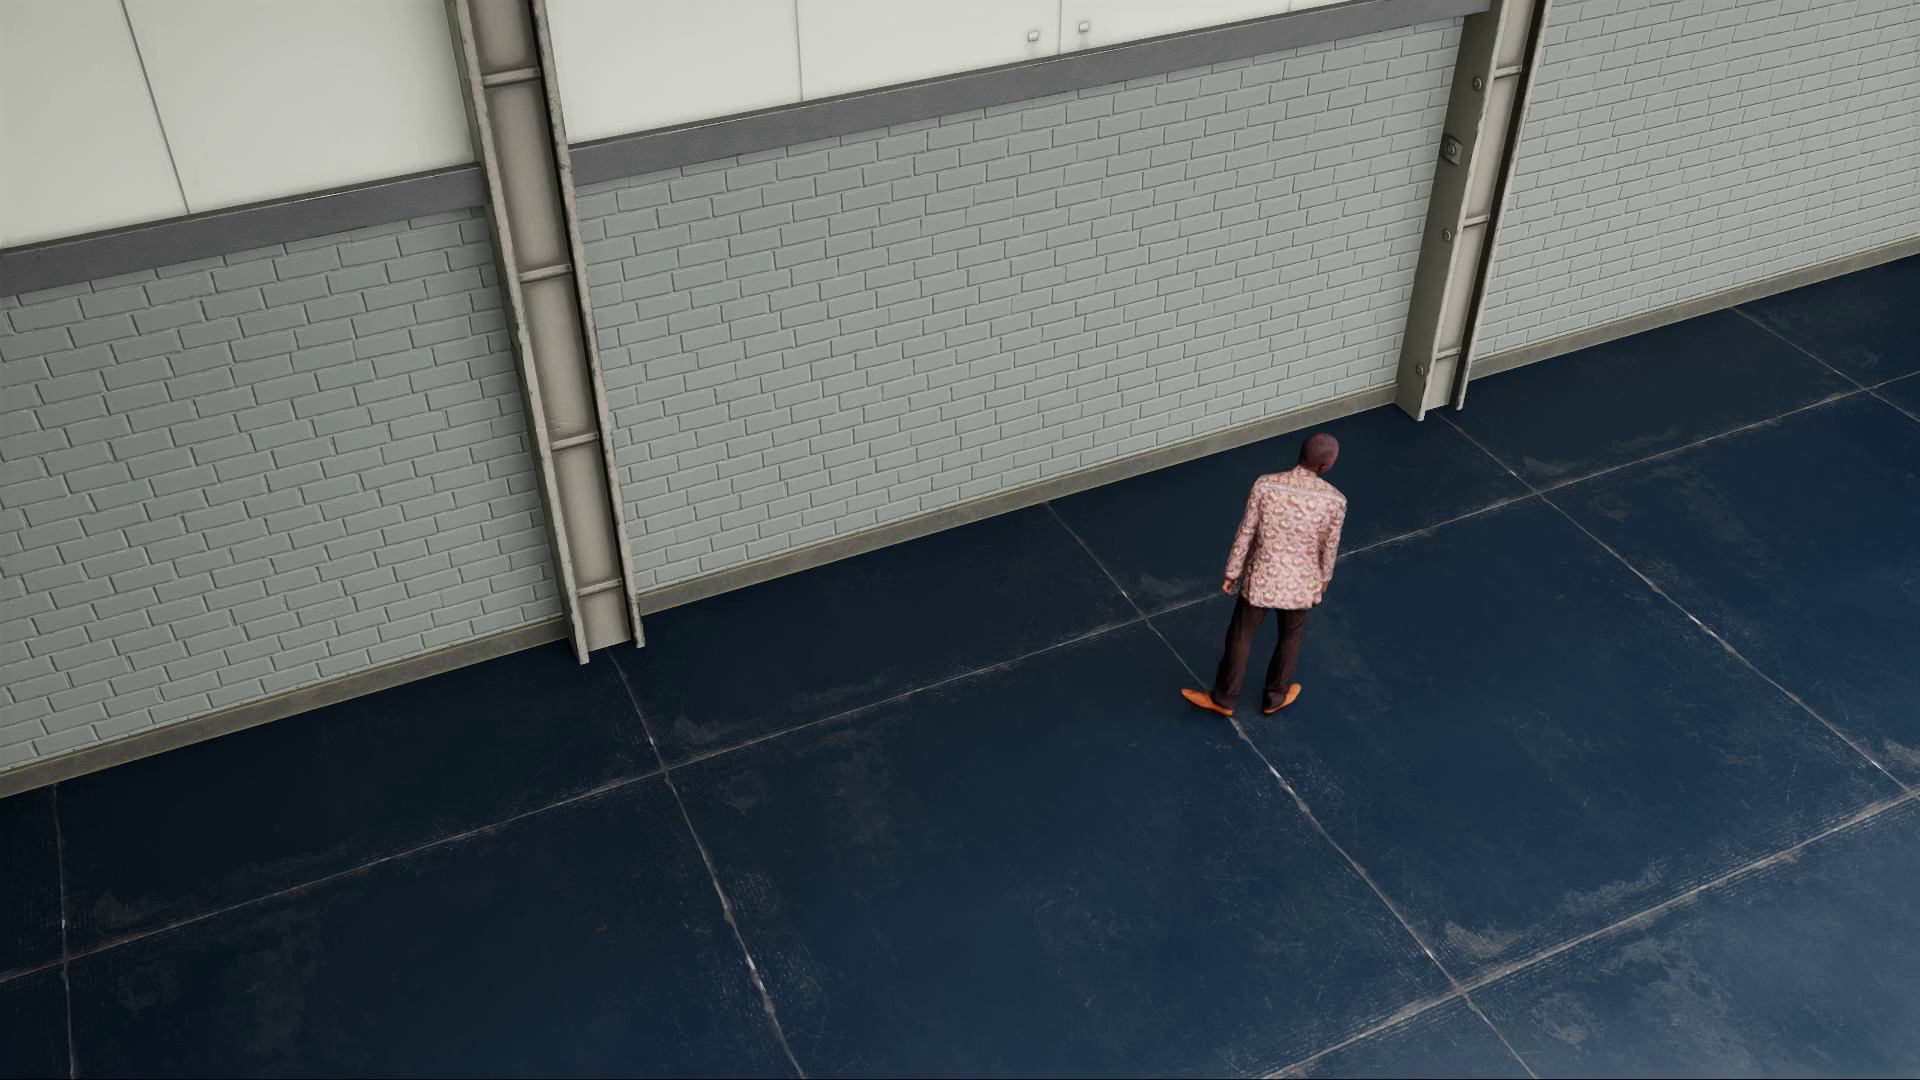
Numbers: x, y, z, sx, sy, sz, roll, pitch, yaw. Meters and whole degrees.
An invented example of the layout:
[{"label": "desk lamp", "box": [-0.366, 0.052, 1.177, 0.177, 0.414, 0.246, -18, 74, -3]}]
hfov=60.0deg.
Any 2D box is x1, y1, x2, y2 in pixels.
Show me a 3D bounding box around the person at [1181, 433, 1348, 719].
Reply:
[{"label": "person", "box": [1.654, 0.236, 8.873, 0.849, 1.785, 1.039, -3, 38, -4]}]
